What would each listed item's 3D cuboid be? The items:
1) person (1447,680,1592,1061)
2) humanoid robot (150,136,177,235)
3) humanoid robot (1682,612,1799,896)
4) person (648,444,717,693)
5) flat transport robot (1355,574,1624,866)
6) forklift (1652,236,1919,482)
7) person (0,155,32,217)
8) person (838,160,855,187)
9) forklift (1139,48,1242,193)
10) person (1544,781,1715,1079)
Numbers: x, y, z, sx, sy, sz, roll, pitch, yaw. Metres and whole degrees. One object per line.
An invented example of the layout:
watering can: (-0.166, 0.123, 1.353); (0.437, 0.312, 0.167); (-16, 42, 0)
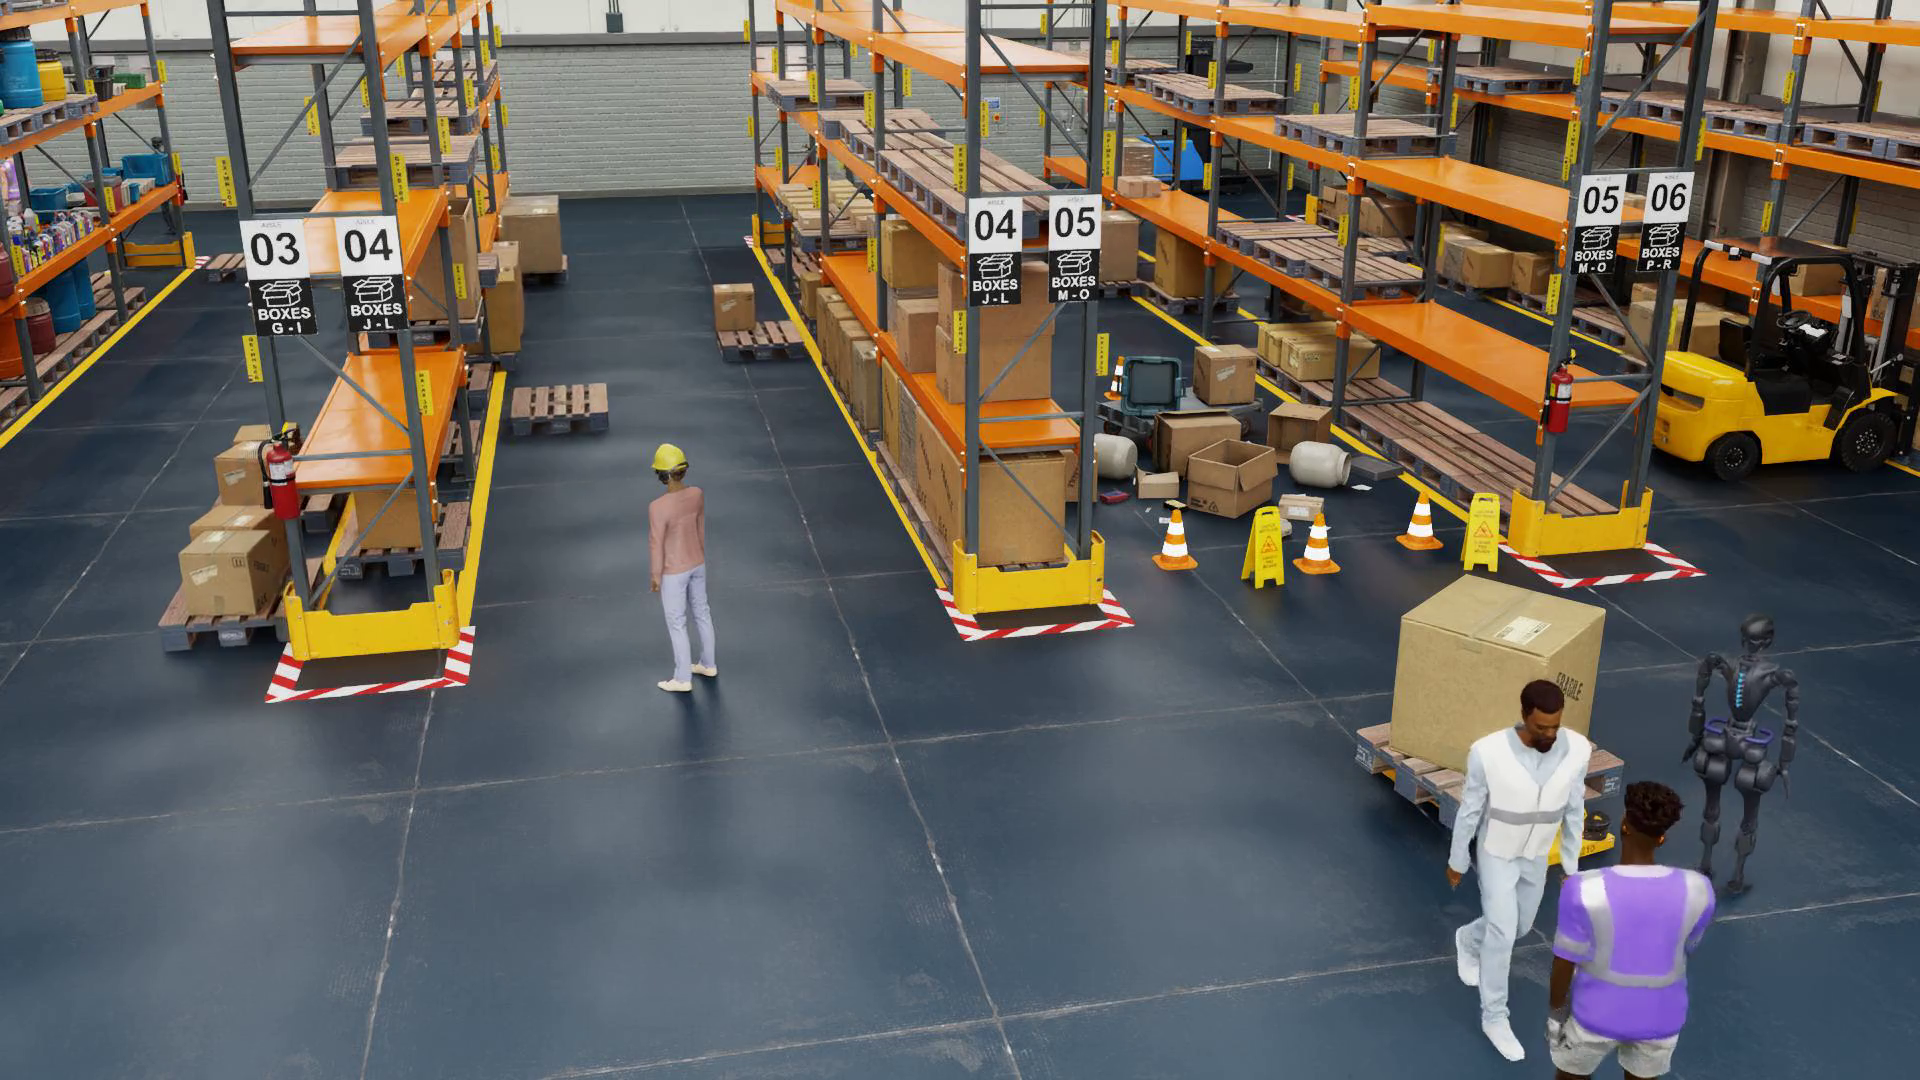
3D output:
person: (2.614, 1.463, 7.944); (0.599, 1.883, 0.776); (-5, 21, -13)
humanoid robot: (-13.726, -6.081, 28.555); (0.399, 1.651, 0.609); (0, 20, 1)
humanoid robot: (4.244, 1.158, 9.065); (0.583, 1.658, 0.372); (17, 26, 38)
person: (-1.961, 0.188, 11.569); (0.345, 1.759, 0.515); (12, 23, 29)
flat transport robot: (3.179, 1.533, 10.075); (0.659, 0.231, 1.431); (-9, 22, -23)
forklift: (8.013, -1.814, 16.330); (2.313, 2.155, 1.214); (-4, 21, -12)
person: (-15.367, -5.567, 27.156); (0.345, 1.688, 0.489); (11, 23, 26)
person: (-2.166, -6.904, 30.776); (0.643, 1.677, 0.536); (-1, 20, -4)
forklift: (4.566, -8.313, 32.860); (1.873, 2.768, 1.129); (-4, 21, -12)
person: (2.664, 1.869, 6.766); (0.595, 1.943, 0.449); (3, 21, 8)
